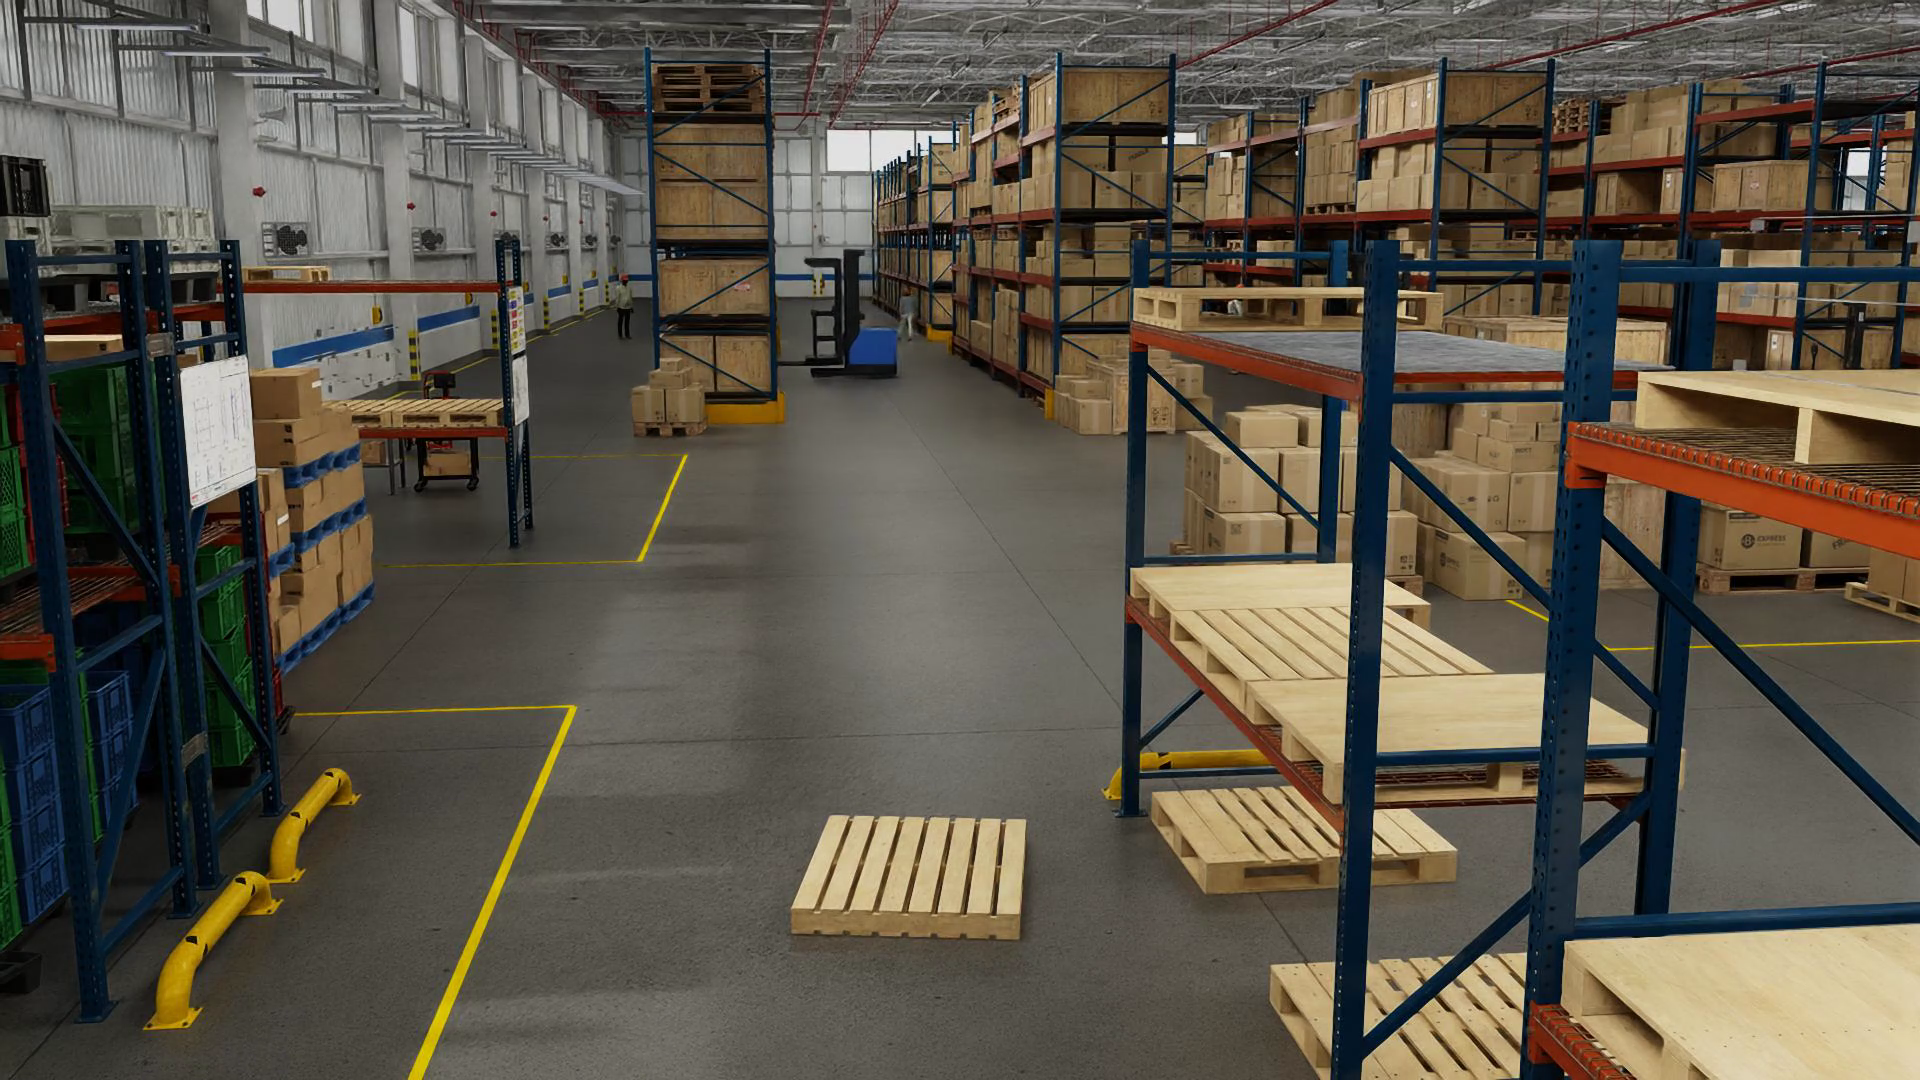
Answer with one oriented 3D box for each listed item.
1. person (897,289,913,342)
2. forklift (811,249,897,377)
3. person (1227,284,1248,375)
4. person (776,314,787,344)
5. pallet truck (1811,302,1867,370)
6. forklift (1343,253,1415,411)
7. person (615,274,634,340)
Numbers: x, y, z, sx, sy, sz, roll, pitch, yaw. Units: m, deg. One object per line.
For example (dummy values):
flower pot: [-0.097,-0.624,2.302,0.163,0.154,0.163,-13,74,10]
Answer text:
person: [-1.625,-6.749,49.927,0.492,1.579,0.898,-5,11,-25]
forklift: [-2.368,-5.025,36.777,1.873,2.768,1.129,-1,10,-6]
person: [6.311,-4.748,37.564,0.607,2.044,0.379,-7,12,-32]
person: [-5.601,-6.641,48.555,0.992,1.868,0.595,0,10,-3]
pallet truck: [15.846,-3.142,28.793,1.885,1.965,0.823,2,10,12]
forklift: [6.616,-3.121,26.229,1.129,2.768,1.873,-1,10,-6]
person: [-10.242,-7.111,50.788,0.378,1.996,0.610,9,13,39]
